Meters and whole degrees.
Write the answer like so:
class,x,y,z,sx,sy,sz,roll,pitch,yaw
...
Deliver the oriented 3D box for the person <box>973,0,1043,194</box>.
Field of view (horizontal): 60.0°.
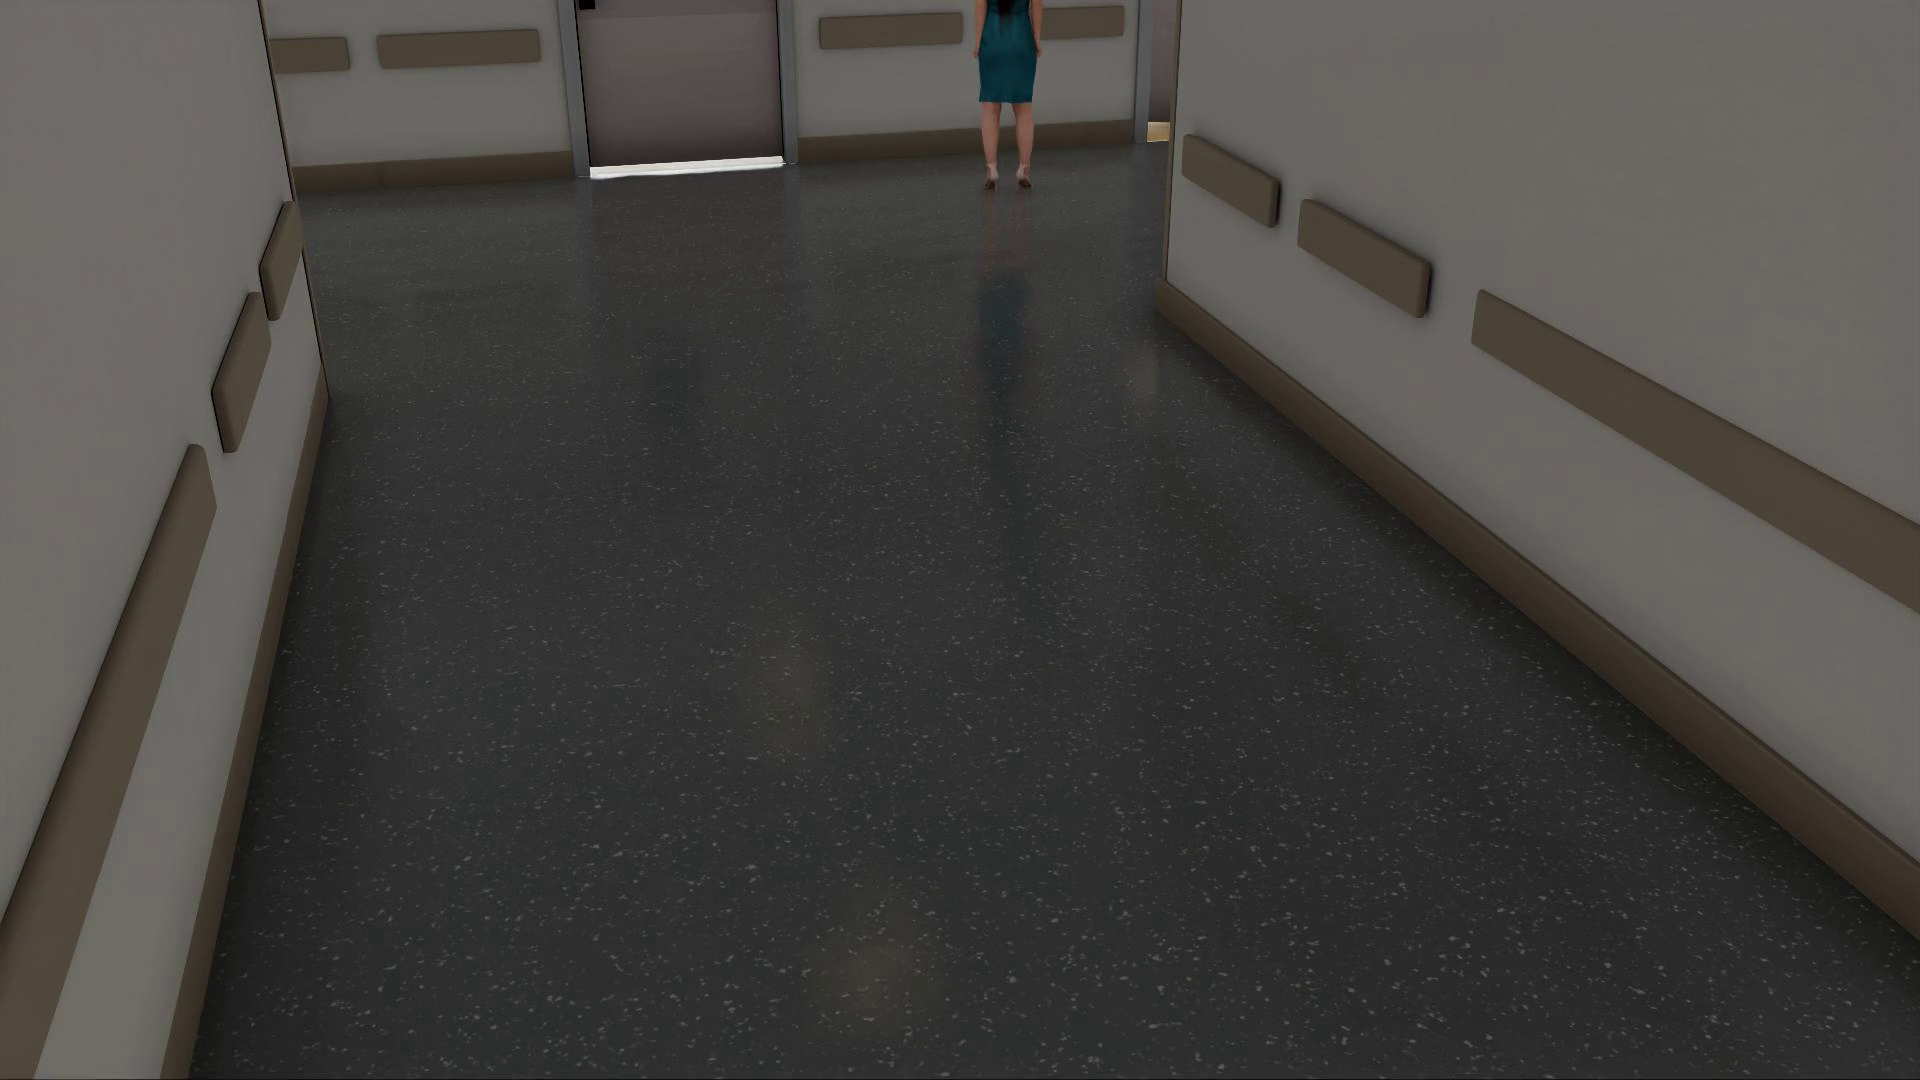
class,x,y,z,sx,sy,sz,roll,pitch,yaw
person,0.275,-2.908,9.803,0.506,1.686,0.663,0,26,1
